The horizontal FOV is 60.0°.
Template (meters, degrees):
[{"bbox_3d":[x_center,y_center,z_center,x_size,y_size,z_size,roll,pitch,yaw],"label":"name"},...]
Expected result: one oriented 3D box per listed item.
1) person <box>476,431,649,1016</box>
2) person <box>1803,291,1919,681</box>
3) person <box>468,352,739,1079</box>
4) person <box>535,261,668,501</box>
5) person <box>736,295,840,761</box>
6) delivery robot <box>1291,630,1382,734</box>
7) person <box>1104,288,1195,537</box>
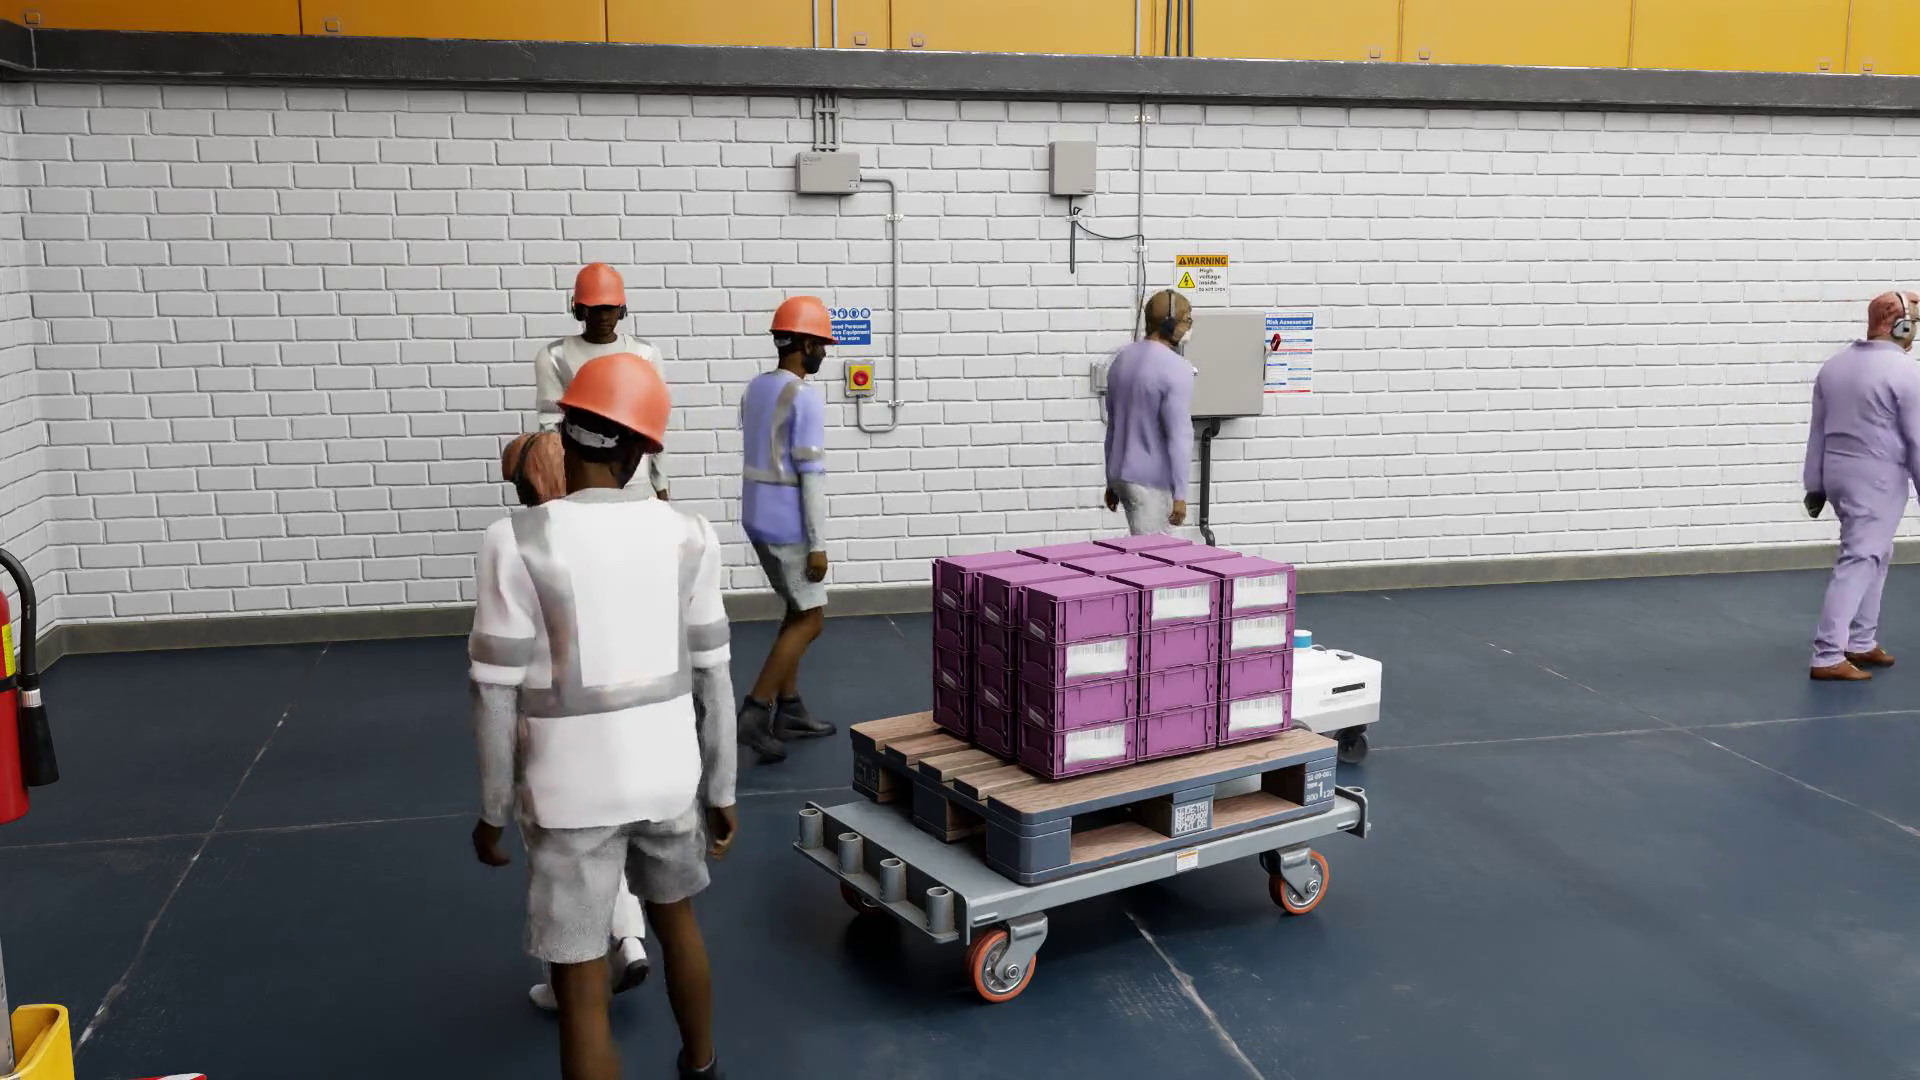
[{"bbox_3d":[-1.070,0.512,4.514,0.532,1.622,0.366,-10,14,-43],"label":"person"},{"bbox_3d":[4.471,-0.244,8.023,0.741,1.882,0.641,-1,10,-6],"label":"person"},{"bbox_3d":[-0.746,0.543,3.680,0.686,1.890,0.620,-8,13,-39],"label":"person"},{"bbox_3d":[-1.681,-0.292,7.894,0.609,2.032,0.411,-4,11,-23],"label":"person"},{"bbox_3d":[-0.765,-0.050,6.906,0.620,1.917,0.579,-7,12,-32],"label":"person"},{"bbox_3d":[1.364,0.607,6.727,0.707,0.478,0.477,-6,12,-31],"label":"delivery robot"},{"bbox_3d":[0.841,-0.279,8.174,0.818,1.906,0.658,-5,11,-26],"label":"person"}]
